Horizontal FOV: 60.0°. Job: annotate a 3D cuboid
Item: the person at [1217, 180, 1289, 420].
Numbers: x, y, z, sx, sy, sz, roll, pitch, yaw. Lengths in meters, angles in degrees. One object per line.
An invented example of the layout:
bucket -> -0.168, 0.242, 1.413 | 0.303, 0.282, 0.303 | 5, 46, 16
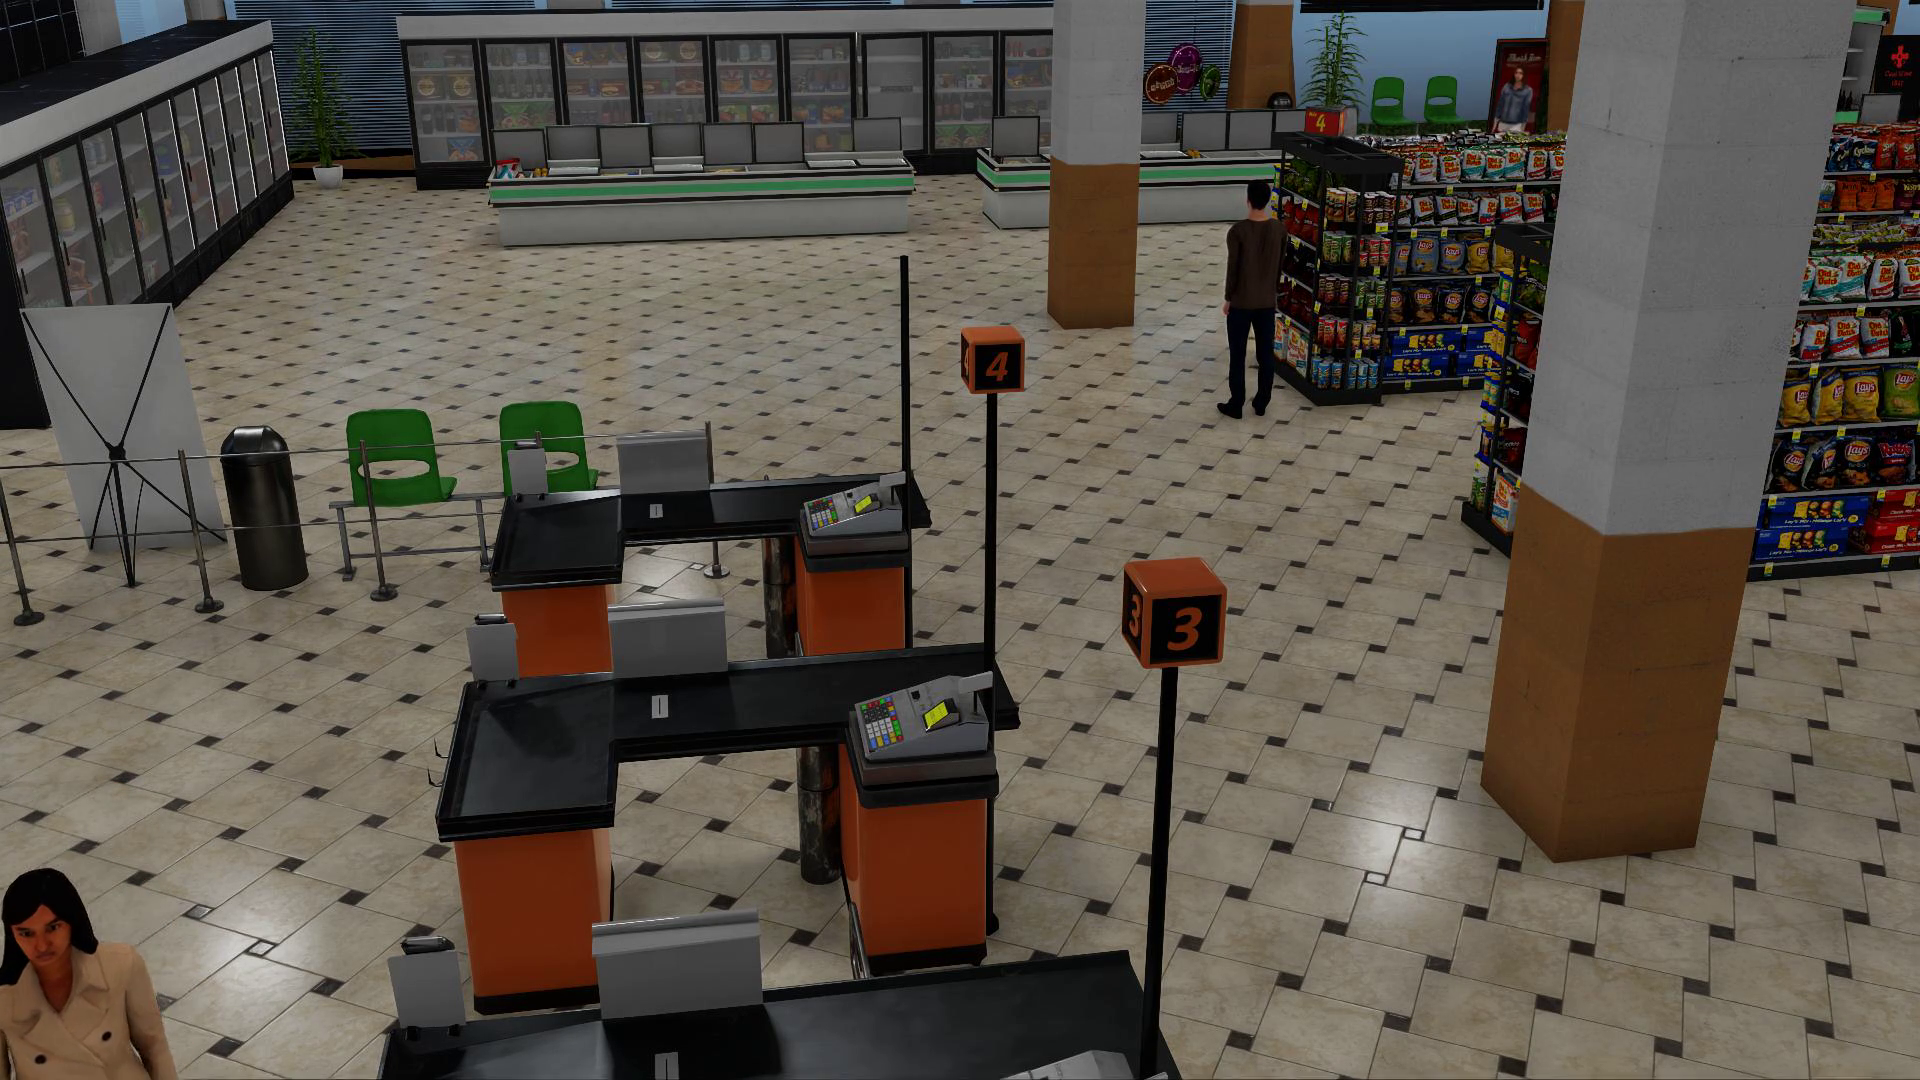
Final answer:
person -> 2.309, -1.896, 13.121 | 0.546, 1.889, 0.733 | -6, 23, -16

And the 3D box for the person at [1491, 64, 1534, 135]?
person -> 7.579, -5.657, 22.782 | 1.168, 1.664, 0.999 | -17, 28, -37

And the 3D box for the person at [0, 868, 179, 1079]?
person -> -2.435, 1.626, 4.657 | 0.781, 1.664, 0.820 | -11, 24, -25
